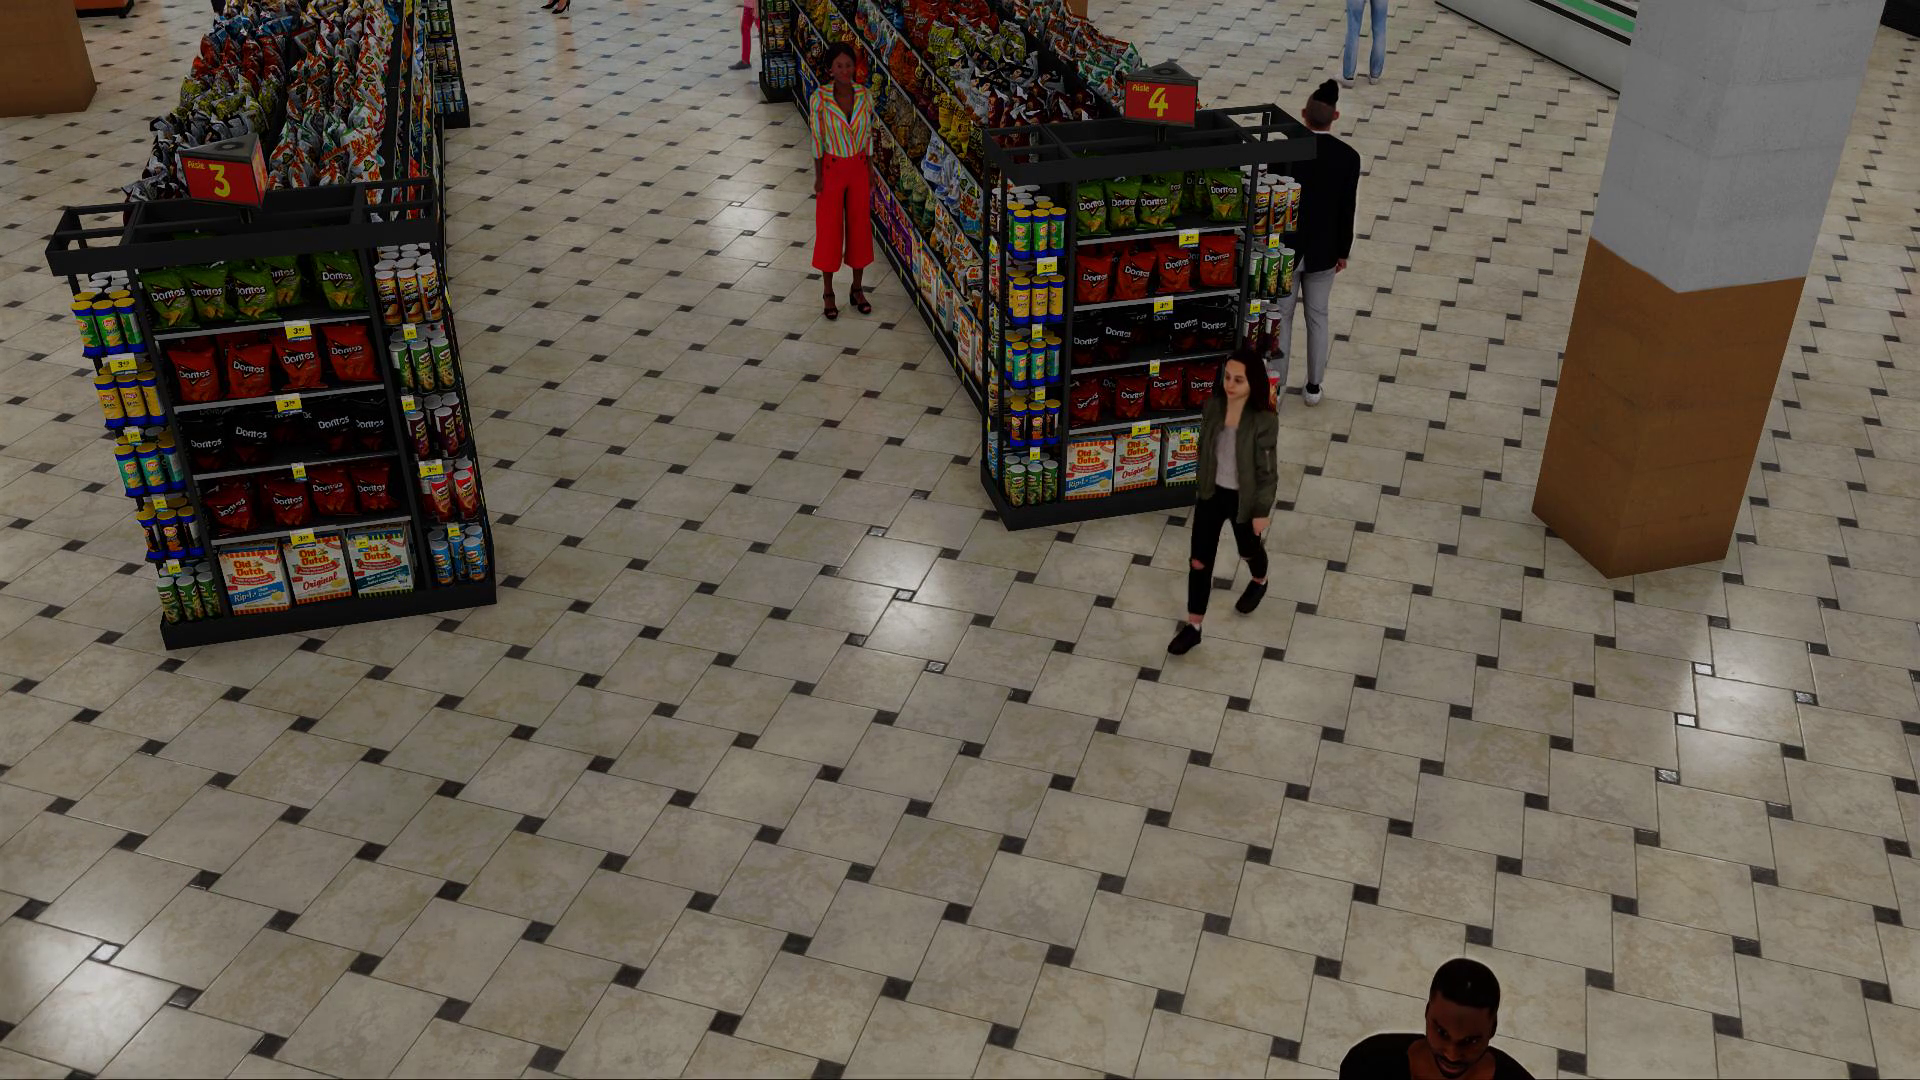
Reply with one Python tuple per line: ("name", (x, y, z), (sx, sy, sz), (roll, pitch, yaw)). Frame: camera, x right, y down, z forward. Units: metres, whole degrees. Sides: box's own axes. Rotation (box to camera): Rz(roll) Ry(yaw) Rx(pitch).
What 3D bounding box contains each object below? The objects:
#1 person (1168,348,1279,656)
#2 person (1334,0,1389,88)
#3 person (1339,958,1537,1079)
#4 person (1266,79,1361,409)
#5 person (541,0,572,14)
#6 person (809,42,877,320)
("person", (1.294, -0.203, 7.646), (1.001, 1.443, 1.002), (23, 38, 32))
("person", (3.713, -5.070, 15.081), (0.680, 1.850, 0.571), (-5, 32, -7))
("person", (1.142, 1.735, 4.189), (0.722, 1.804, 0.703), (7, 33, 12))
("person", (1.980, -1.690, 9.556), (0.765, 1.949, 0.689), (0, 32, 0))
("person", (-4.302, -6.438, 17.310), (0.860, 1.819, 0.773), (-20, 37, -29))
("person", (-0.746, -2.295, 10.677), (0.624, 1.792, 0.563), (-12, 34, -19))
